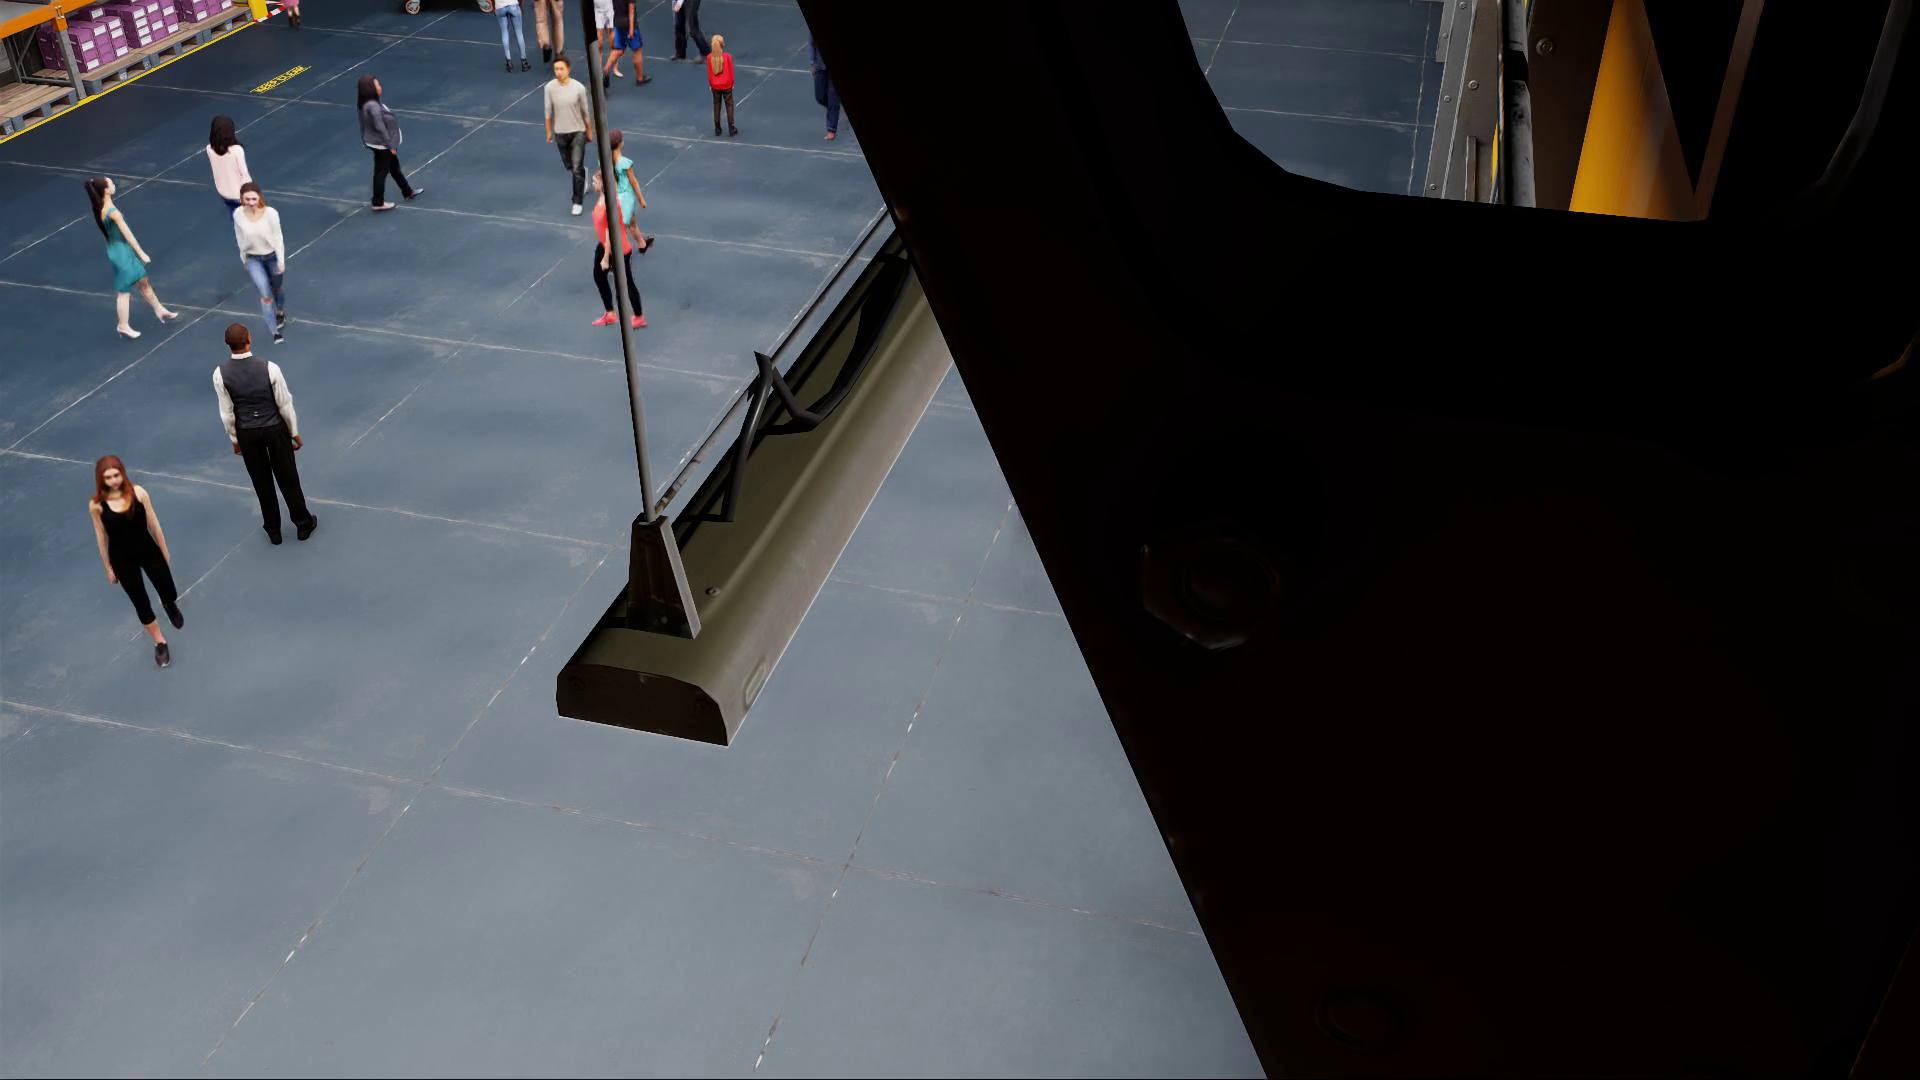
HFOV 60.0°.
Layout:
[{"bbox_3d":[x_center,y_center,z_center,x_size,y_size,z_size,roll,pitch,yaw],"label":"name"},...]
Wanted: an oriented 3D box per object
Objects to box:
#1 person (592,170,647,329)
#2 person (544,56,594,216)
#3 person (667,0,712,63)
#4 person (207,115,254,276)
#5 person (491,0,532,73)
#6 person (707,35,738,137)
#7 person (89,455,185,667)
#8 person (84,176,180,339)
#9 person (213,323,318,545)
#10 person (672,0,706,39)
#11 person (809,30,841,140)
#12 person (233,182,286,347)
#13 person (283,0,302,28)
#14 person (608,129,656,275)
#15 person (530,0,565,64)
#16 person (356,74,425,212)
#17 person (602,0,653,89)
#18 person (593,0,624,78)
[{"bbox_3d":[-3.346,-2.892,16.588,0.884,1.675,0.826,-17,37,-24],"label":"person"},{"bbox_3d":[-4.498,-4.750,19.282,0.846,1.786,1.132,1,34,2],"label":"person"},{"bbox_3d":[-3.807,-7.697,23.711,0.992,1.792,0.948,-12,35,-17],"label":"person"},{"bbox_3d":[-7.681,-3.600,17.577,0.630,1.759,0.635,9,35,13],"label":"person"},{"bbox_3d":[-6.384,-7.492,23.468,0.660,1.720,0.647,-4,34,-6],"label":"person"},{"bbox_3d":[-3.063,-5.854,21.398,0.513,1.282,0.523,3,34,5],"label":"person"},{"bbox_3d":[-5.978,0.091,12.064,0.816,1.713,0.890,-15,36,-21],"label":"person"},{"bbox_3d":[-8.329,-2.743,16.377,0.957,1.661,0.831,-26,42,-33],"label":"person"},{"bbox_3d":[-5.573,-0.848,13.293,0.782,1.918,0.775,-9,35,-13],"label":"person"},{"bbox_3d":[-4.157,-8.459,24.802,0.707,1.854,0.640,19,38,26],"label":"person"},{"bbox_3d":[-1.635,-6.069,21.250,0.672,1.804,0.773,9,35,14],"label":"person"},{"bbox_3d":[-6.882,-2.777,16.458,0.978,1.627,1.182,-6,34,-10],"label":"person"},{"bbox_3d":[-10.261,-8.380,25.442,0.691,1.012,0.758,-17,37,-23],"label":"person"},{"bbox_3d":[-3.652,-3.593,17.784,0.779,1.518,1.120,20,39,27],"label":"person"},{"bbox_3d":[-5.917,-7.763,23.708,1.023,1.906,1.205,-6,34,-8],"label":"person"},{"bbox_3d":[-6.764,-4.551,19.179,1.045,1.569,0.973,-20,38,-27],"label":"person"},{"bbox_3d":[-4.632,-7.023,22.713,0.877,1.775,1.163,20,39,28],"label":"person"},{"bbox_3d":[-4.980,-7.285,23.263,0.667,1.602,0.709,-13,36,-18],"label":"person"}]
